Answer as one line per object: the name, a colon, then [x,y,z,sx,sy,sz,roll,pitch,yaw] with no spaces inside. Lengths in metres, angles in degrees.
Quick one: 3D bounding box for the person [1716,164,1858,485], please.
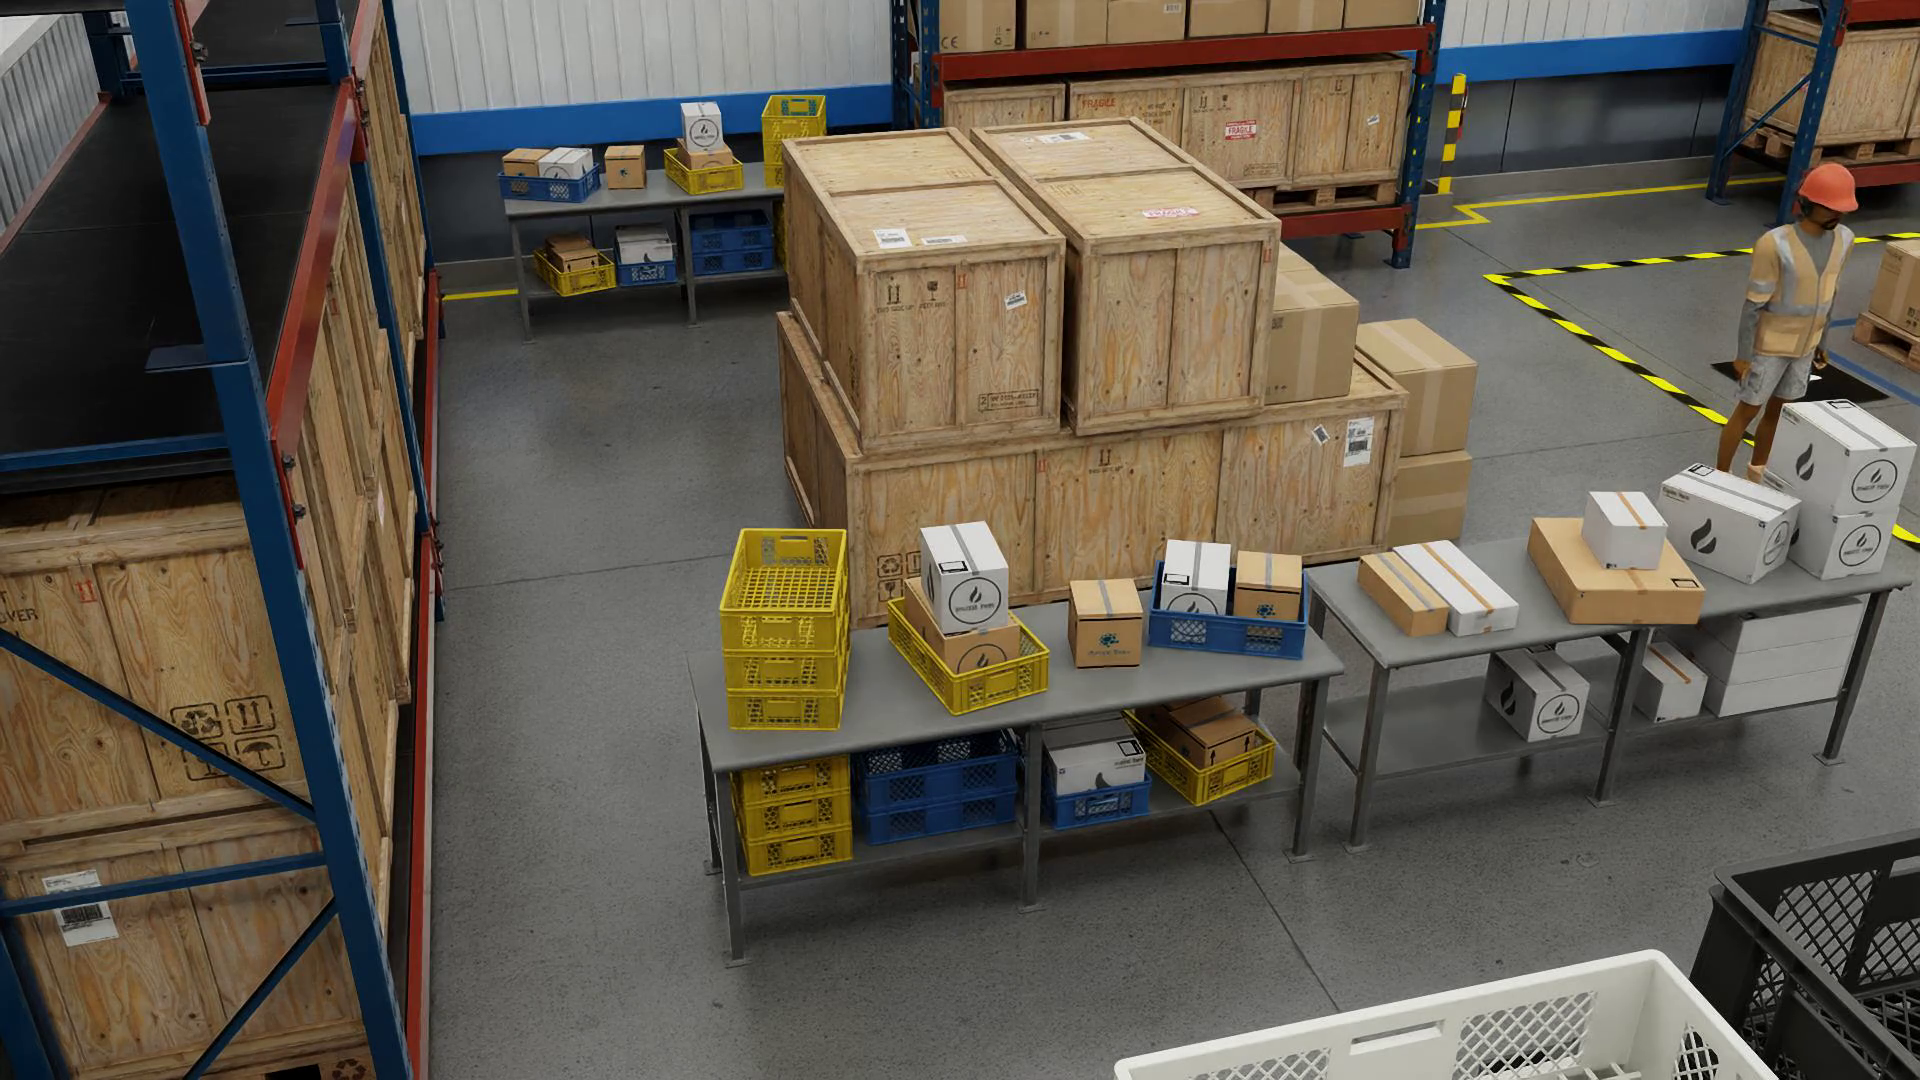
person: [4.609,-1.090,9.259,0.615,2.039,0.382,-9,30,-15]
